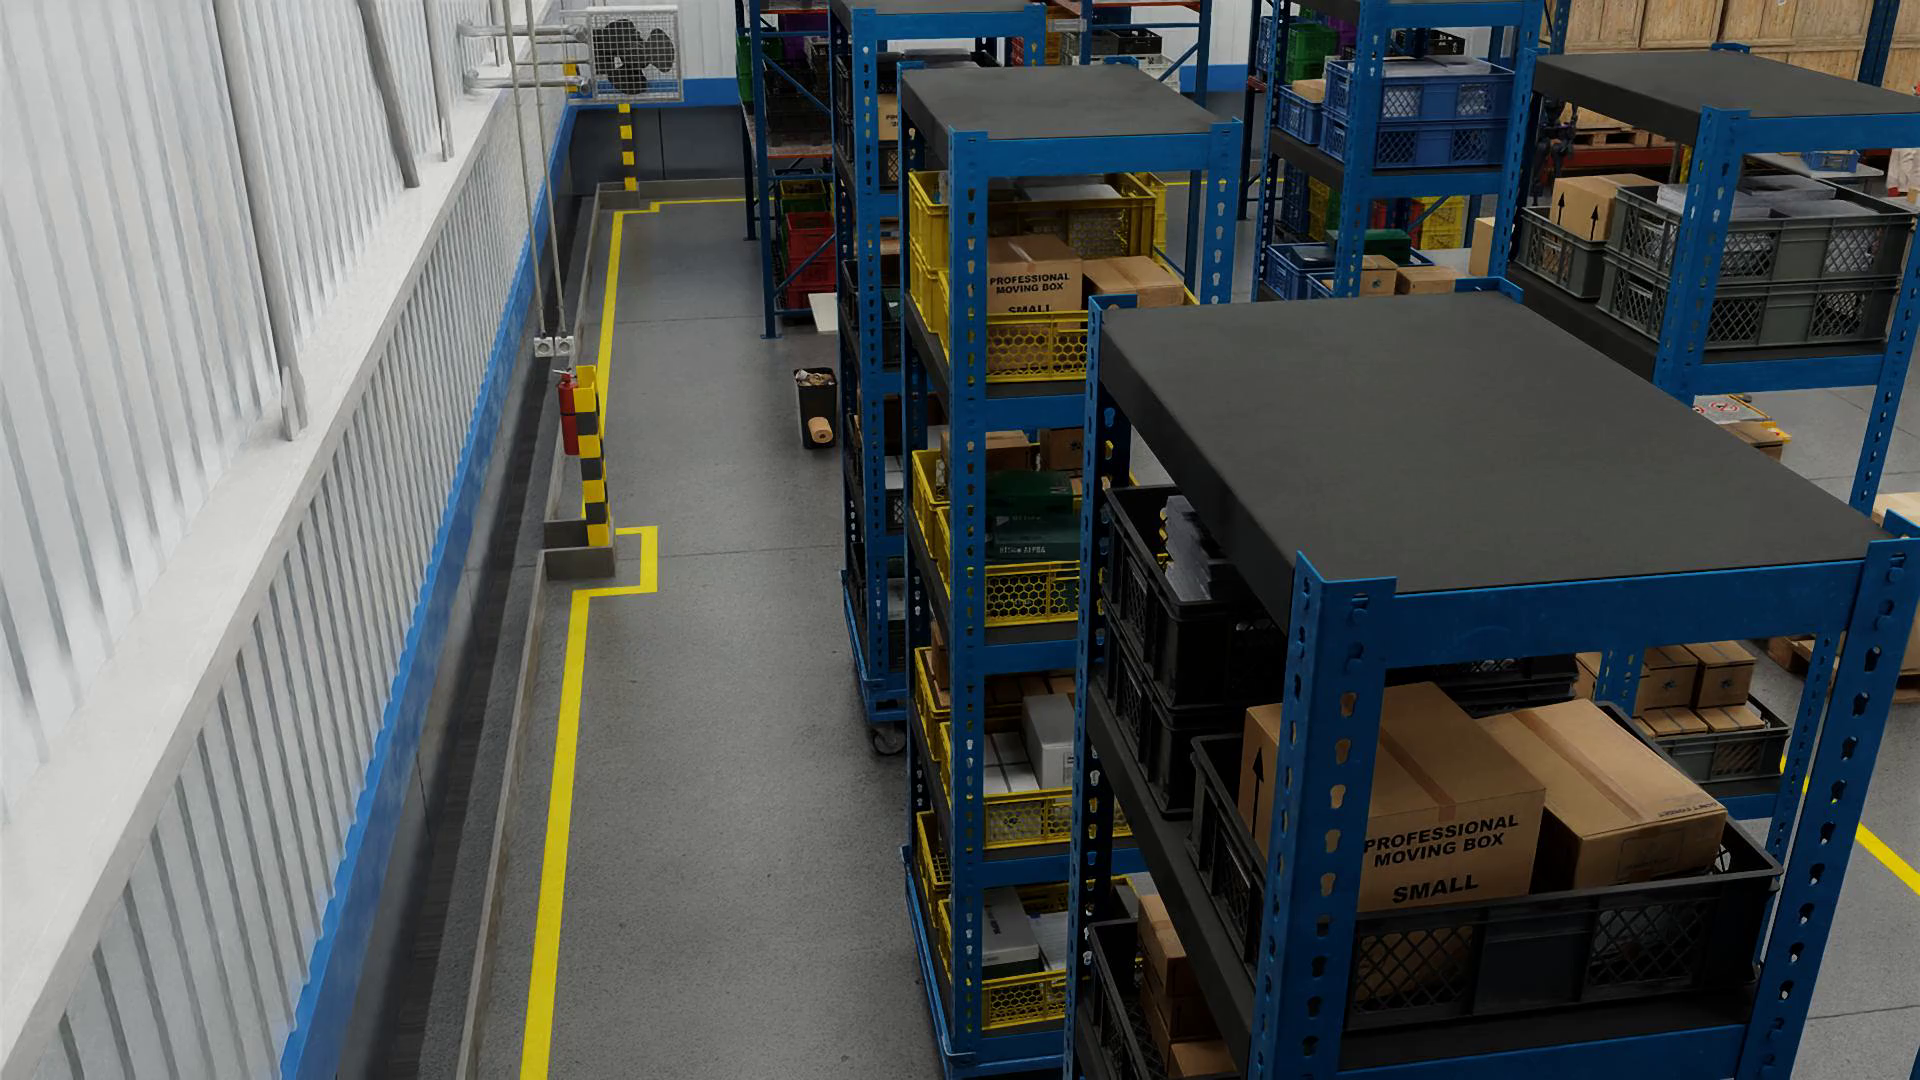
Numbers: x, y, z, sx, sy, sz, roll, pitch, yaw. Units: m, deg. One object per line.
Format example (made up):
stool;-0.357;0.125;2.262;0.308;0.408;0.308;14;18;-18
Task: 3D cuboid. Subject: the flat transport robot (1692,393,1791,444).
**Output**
flat transport robot;5.224;-0.859;12.132;1.431;0.197;0.652;-4;25;-8

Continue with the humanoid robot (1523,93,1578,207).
humanoid robot;6.415;-4.342;18.048;0.595;1.647;0.331;23;33;40

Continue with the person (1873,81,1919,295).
person;8.761;-3.286;15.378;0.379;1.993;0.621;16;29;31
